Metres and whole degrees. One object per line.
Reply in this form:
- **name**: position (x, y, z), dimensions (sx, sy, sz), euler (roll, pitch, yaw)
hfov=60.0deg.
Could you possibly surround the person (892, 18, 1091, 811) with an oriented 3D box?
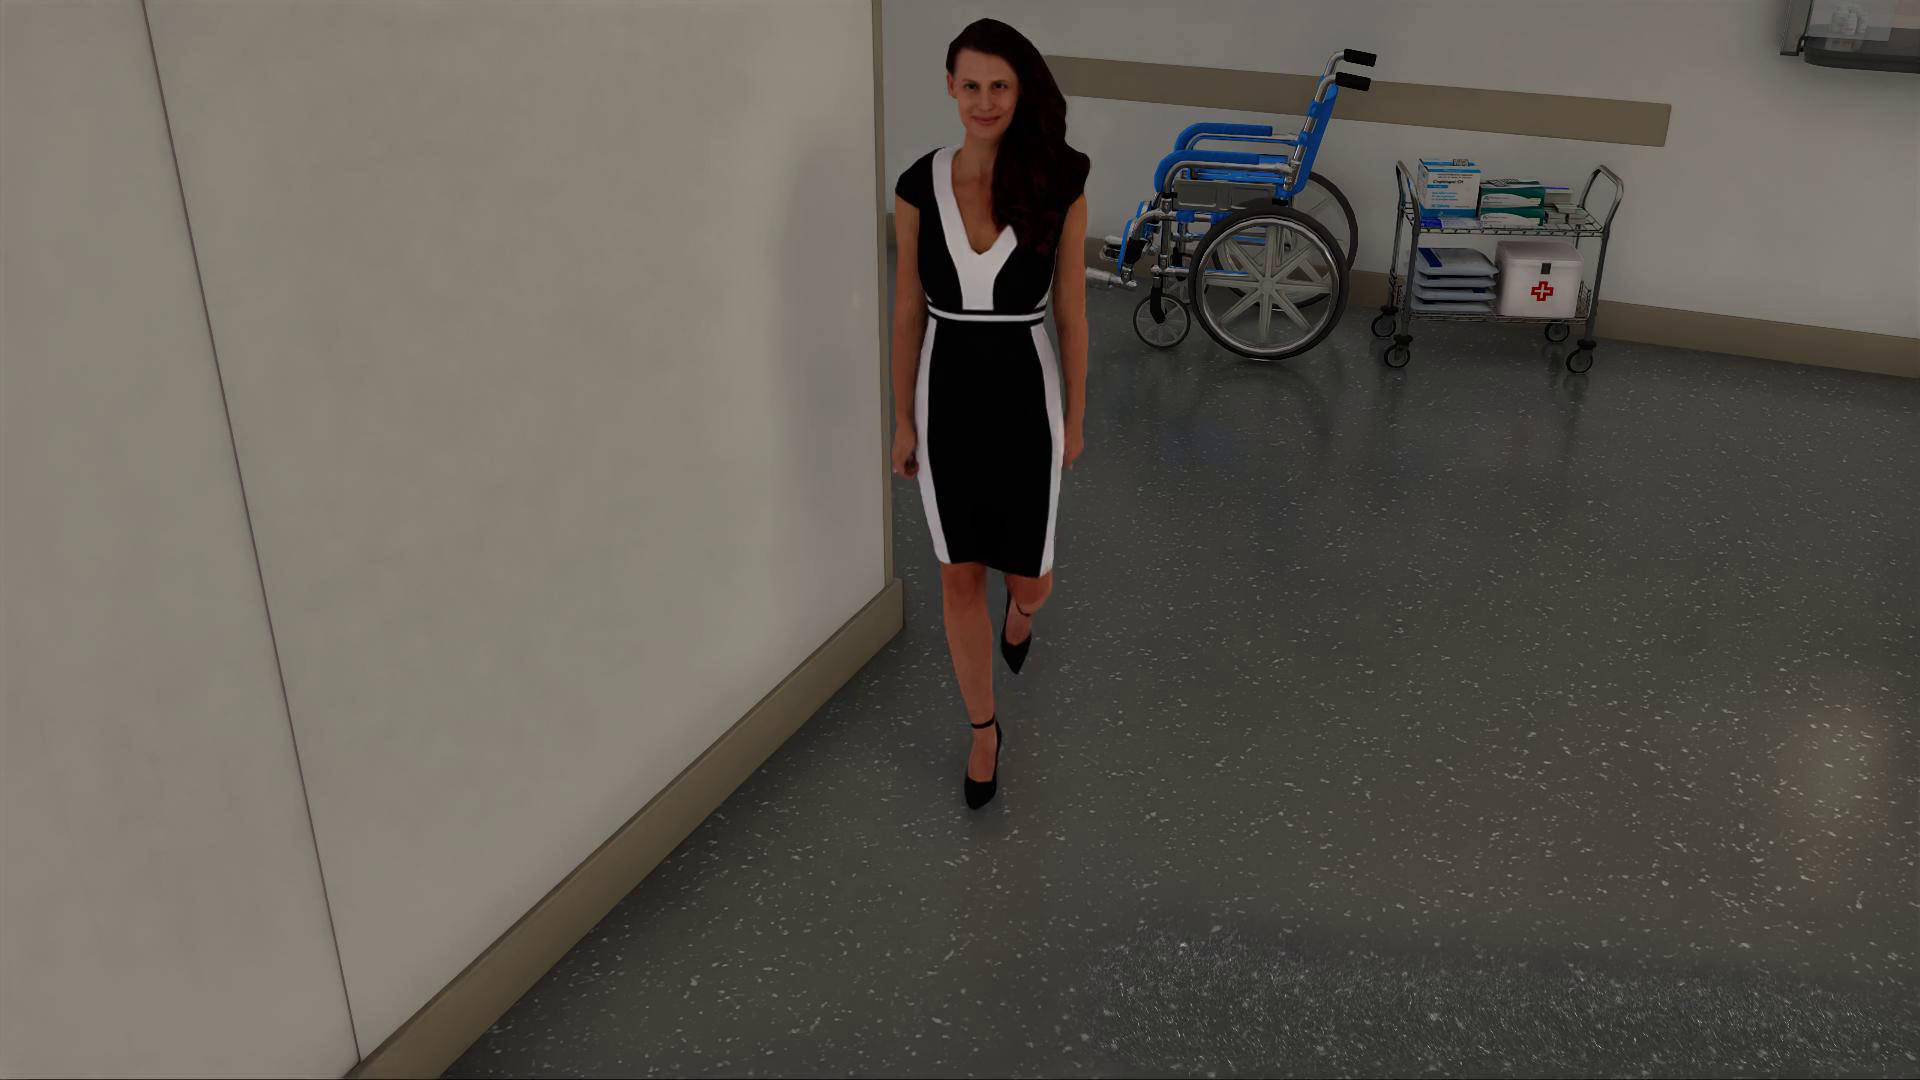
- **person**: position (0.071, -0.269, 3.809), dimensions (0.720, 1.783, 0.895), euler (4, 26, 8)
